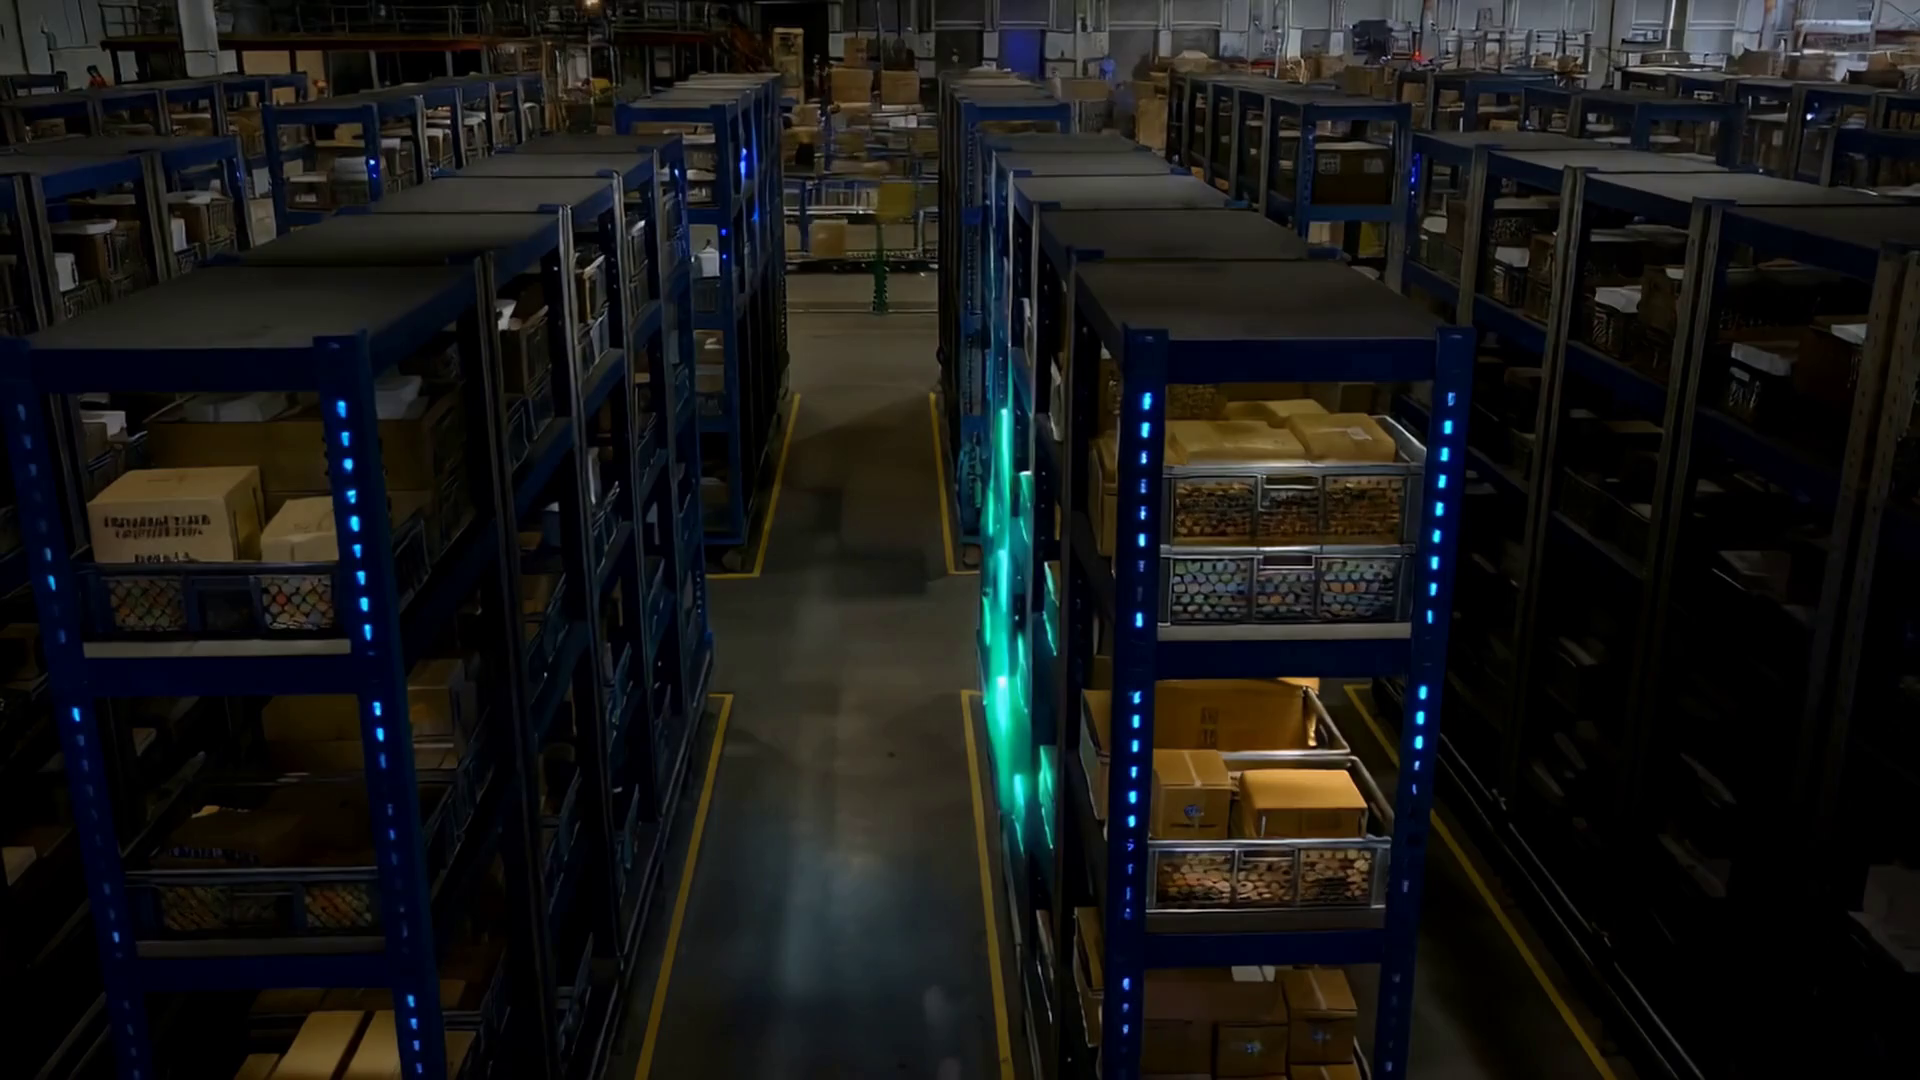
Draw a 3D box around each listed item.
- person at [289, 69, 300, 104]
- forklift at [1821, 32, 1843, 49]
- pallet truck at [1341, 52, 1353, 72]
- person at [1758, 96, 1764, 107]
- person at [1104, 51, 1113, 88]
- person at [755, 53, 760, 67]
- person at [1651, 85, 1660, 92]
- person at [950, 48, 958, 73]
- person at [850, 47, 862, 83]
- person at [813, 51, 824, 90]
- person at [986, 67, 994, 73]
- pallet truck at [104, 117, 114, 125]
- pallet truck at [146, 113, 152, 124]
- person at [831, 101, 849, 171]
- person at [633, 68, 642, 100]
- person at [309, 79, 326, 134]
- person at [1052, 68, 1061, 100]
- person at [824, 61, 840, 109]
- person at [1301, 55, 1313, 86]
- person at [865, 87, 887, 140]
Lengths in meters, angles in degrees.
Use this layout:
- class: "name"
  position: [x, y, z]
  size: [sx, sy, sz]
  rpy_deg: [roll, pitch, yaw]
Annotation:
- class: "person"
  position: [-25.038, -16.751, 62.640]
  size: [0.381, 1.917, 0.584]
  rpy_deg: [-16, 24, -40]
- class: "forklift"
  position: [46.003, -25.465, 88.065]
  size: [1.129, 2.768, 1.873]
  rpy_deg: [-1, 18, -2]
- class: "pallet truck"
  position: [18.794, -23.123, 82.231]
  size: [0.823, 1.965, 1.885]
  rpy_deg: [-13, 22, -35]
- class: "person"
  position: [27.844, -15.222, 57.965]
  size: [0.987, 1.885, 0.563]
  rpy_deg: [0, 18, -1]
- class: "person"
  position: [7.856, -24.770, 87.580]
  size: [0.429, 1.844, 0.626]
  rpy_deg: [13, 22, 35]
- class: "person"
  position: [-11.160, -26.088, 91.895]
  size: [0.366, 1.683, 0.550]
  rpy_deg: [-6, 19, -18]
- class: "person"
  position: [26.621, -16.907, 63.486]
  size: [0.565, 1.677, 0.552]
  rpy_deg: [6, 19, 19]
- class: "person"
  position: [-0.308, -26.087, 91.530]
  size: [0.425, 1.911, 0.620]
  rpy_deg: [8, 20, 24]
- class: "person"
  position: [-5.782, -26.442, 92.603]
  size: [1.010, 1.941, 0.610]
  rpy_deg: [-15, 23, -38]
- class: "person"
  position: [-7.203, -23.895, 84.745]
  size: [0.547, 1.917, 0.582]
  rpy_deg: [-10, 21, -29]
- class: "person"
  position: [1.074, -16.417, 61.409]
  size: [0.539, 2.000, 0.688]
  rpy_deg: [-1, 18, -3]
- class: "pallet truck"
  position: [-18.367, -7.885, 35.078]
  size: [1.885, 1.965, 0.823]
  rpy_deg: [1, 18, 2]
- class: "pallet truck"
  position: [-18.087, -8.309, 36.390]
  size: [1.885, 1.965, 0.823]
  rpy_deg: [-1, 18, -4]
- class: "person"
  position: [-3.109, -10.396, 43.051]
  size: [0.509, 1.872, 0.328]
  rpy_deg: [-10, 21, -29]
- class: "person"
  position: [-12.219, -17.058, 63.601]
  size: [0.800, 1.907, 0.578]
  rpy_deg: [-5, 19, -16]
- class: "person"
  position: [-21.602, -14.565, 56.009]
  size: [0.583, 1.827, 0.989]
  rpy_deg: [-12, 21, -32]
- class: "person"
  position: [3.767, -17.155, 63.902]
  size: [0.802, 1.916, 0.634]
  rpy_deg: [8, 20, 23]
- class: "person"
  position: [-5.350, -18.951, 69.329]
  size: [0.608, 2.006, 1.014]
  rpy_deg: [17, 24, 42]
- class: "person"
  position: [17.215, -23.197, 82.731]
  size: [0.900, 1.822, 0.574]
  rpy_deg: [-13, 22, -36]
- class: "person"
  position: [-2.778, -13.735, 53.629]
  size: [0.926, 1.718, 0.522]
  rpy_deg: [3, 18, 10]
